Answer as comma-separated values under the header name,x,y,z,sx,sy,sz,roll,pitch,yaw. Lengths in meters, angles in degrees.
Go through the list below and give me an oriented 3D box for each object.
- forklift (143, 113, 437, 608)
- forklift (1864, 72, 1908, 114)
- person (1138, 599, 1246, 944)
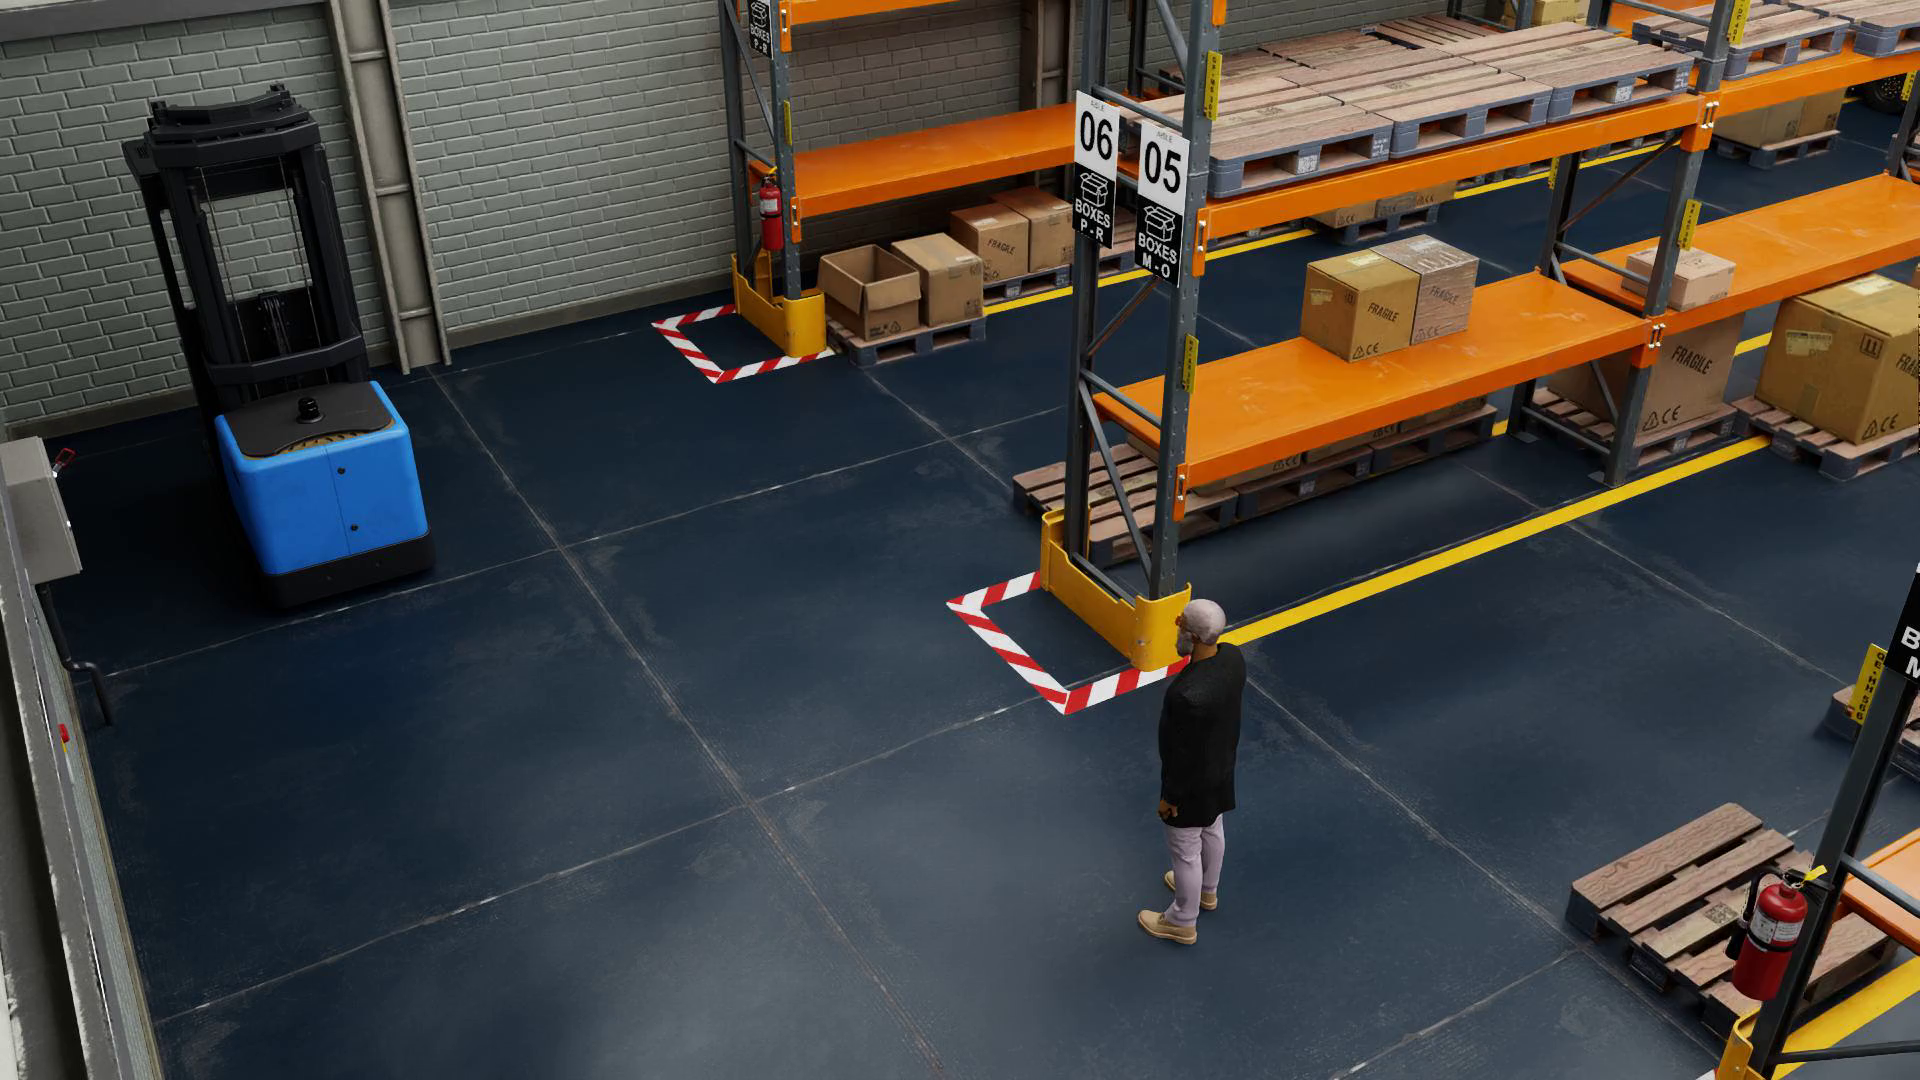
name,x,y,z,sx,sy,sz,roll,pitch,yaw
forklift,-4.289,-1.259,10.509,1.129,2.768,1.873,-17,36,-26
forklift,11.468,-5.645,18.244,1.214,2.155,2.313,-17,36,-26
person,1.093,1.072,7.699,0.403,1.853,0.543,18,36,27
